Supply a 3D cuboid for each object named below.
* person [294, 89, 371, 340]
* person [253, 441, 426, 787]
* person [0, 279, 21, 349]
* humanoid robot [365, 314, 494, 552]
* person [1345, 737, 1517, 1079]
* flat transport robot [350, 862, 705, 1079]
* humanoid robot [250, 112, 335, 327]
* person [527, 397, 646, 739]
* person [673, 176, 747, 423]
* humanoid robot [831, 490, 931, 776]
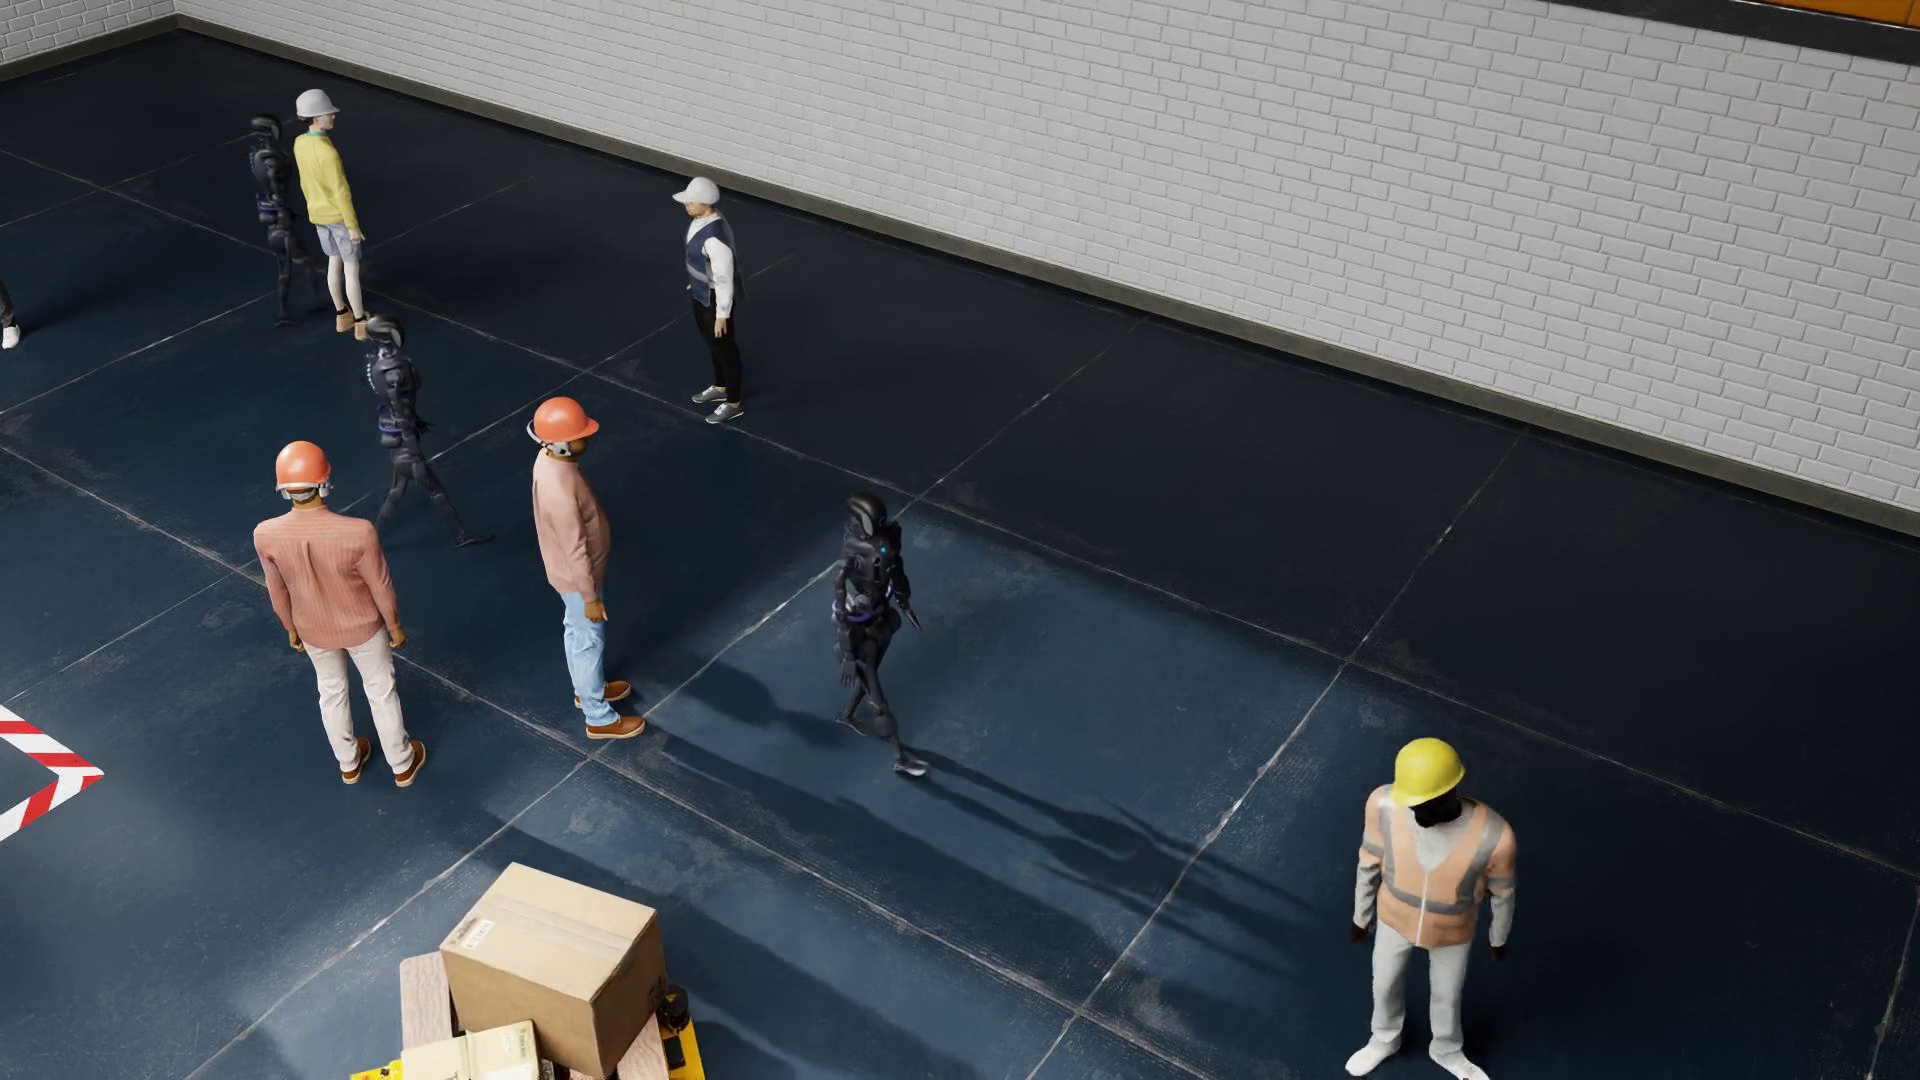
[{"bbox_3d":[-4.609,-2.384,12.259,0.485,1.888,0.389,24,42,31],"label":"person"},{"bbox_3d":[-3.046,0.397,8.204,0.610,1.986,0.401,1,35,1],"label":"person"},{"bbox_3d":[-7.318,-2.265,12.105,0.512,1.871,0.328,-2,35,-3],"label":"person"},{"bbox_3d":[-3.361,-0.611,9.971,0.801,1.649,0.600,-11,36,-15],"label":"humanoid robot"},{"bbox_3d":[1.925,1.546,6.650,0.757,1.886,0.394,15,38,20],"label":"person"},{"bbox_3d":[-1.801,2.314,6.956,1.431,0.231,0.659,-10,36,-14],"label":"flat transport robot"},{"bbox_3d":[-5.090,-2.403,12.473,0.455,1.641,0.591,-13,37,-18],"label":"humanoid robot"},{"bbox_3d":[-1.945,0.148,8.549,0.375,1.994,0.607,-12,37,-17],"label":"person"},{"bbox_3d":[-1.675,-1.648,11.318,0.421,1.759,0.745,-14,37,-18],"label":"person"},{"bbox_3d":[-0.394,0.445,8.427,0.735,1.630,0.585,20,40,26],"label":"humanoid robot"}]
